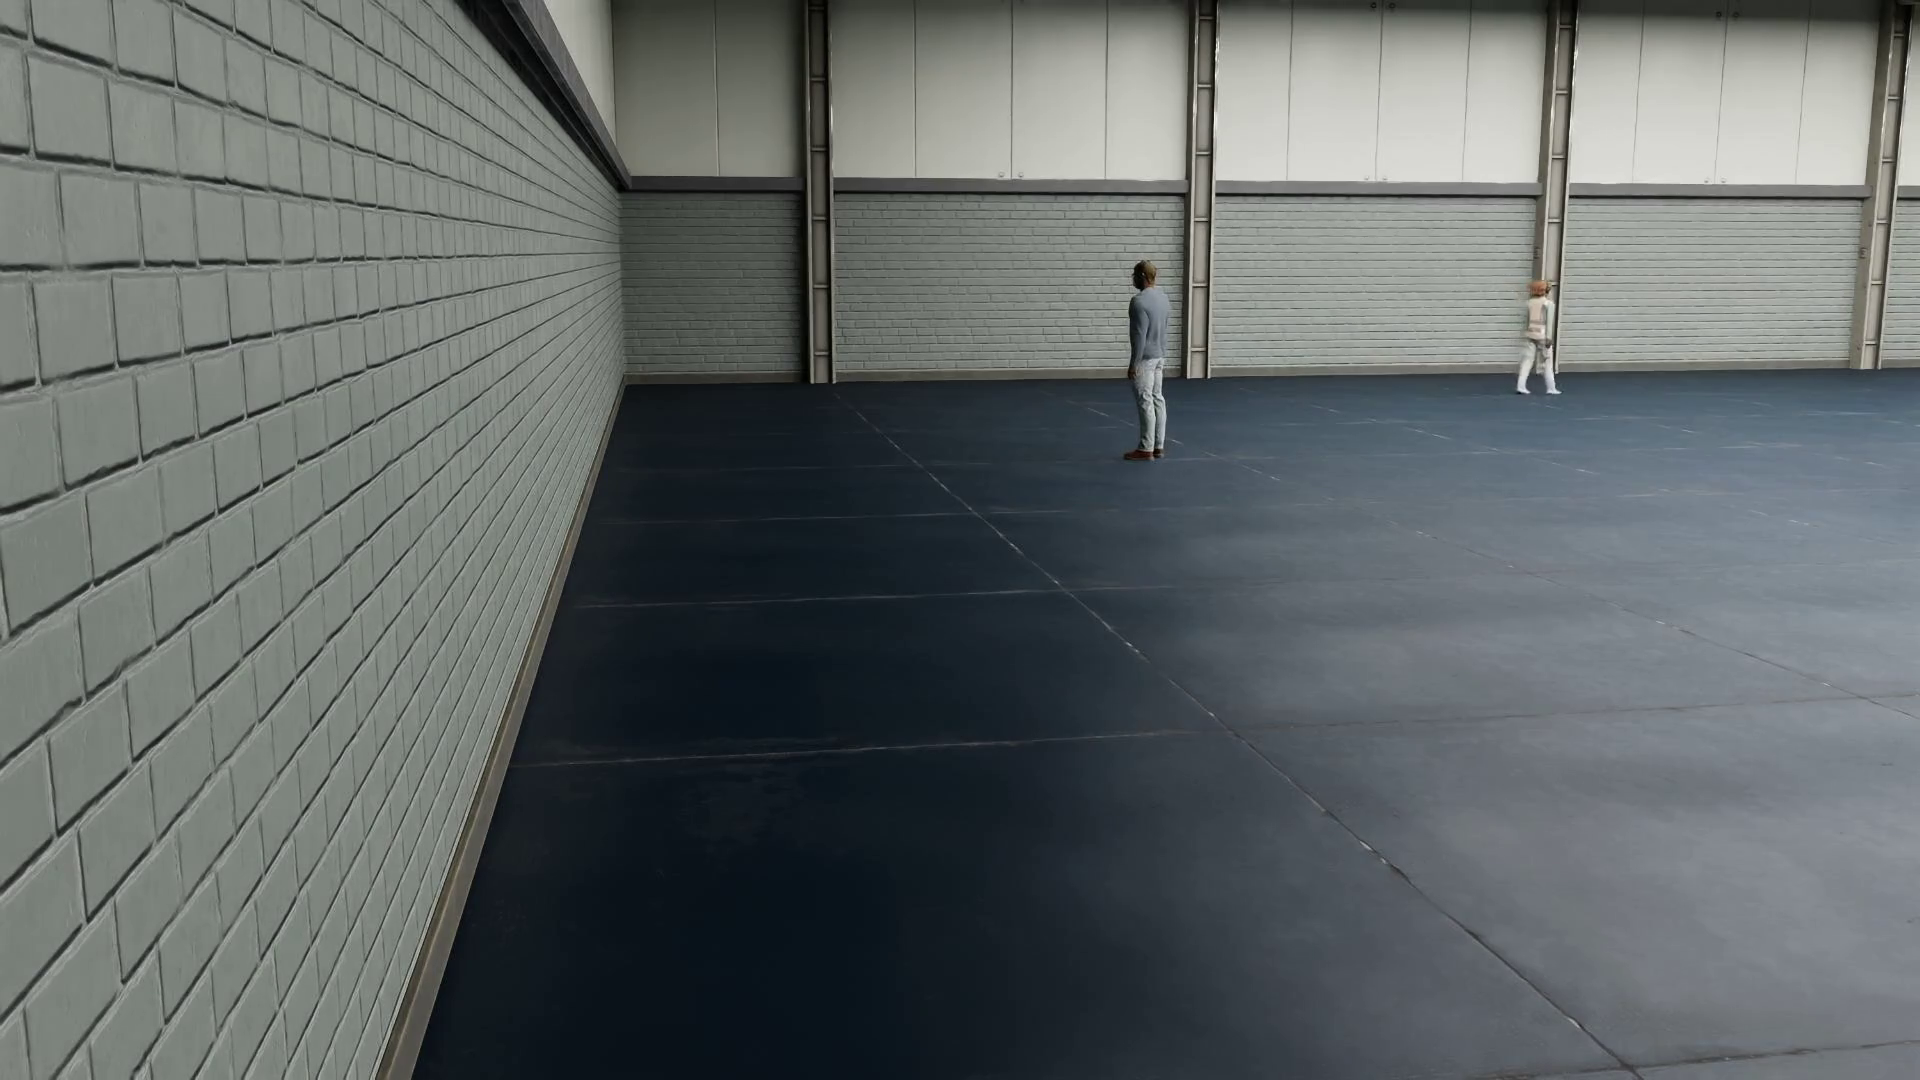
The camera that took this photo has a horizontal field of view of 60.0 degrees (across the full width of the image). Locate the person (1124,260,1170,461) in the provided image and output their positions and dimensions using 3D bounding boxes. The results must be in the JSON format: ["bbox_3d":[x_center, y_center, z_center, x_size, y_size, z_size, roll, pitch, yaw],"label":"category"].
[{"bbox_3d":[1.811,-1.737,16.137,0.354,1.937,0.635,6,12,32],"label":"person"}]

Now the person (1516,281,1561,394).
[{"bbox_3d":[8.181,-2.838,23.500,0.730,1.622,0.532,-5,11,-27],"label":"person"}]
